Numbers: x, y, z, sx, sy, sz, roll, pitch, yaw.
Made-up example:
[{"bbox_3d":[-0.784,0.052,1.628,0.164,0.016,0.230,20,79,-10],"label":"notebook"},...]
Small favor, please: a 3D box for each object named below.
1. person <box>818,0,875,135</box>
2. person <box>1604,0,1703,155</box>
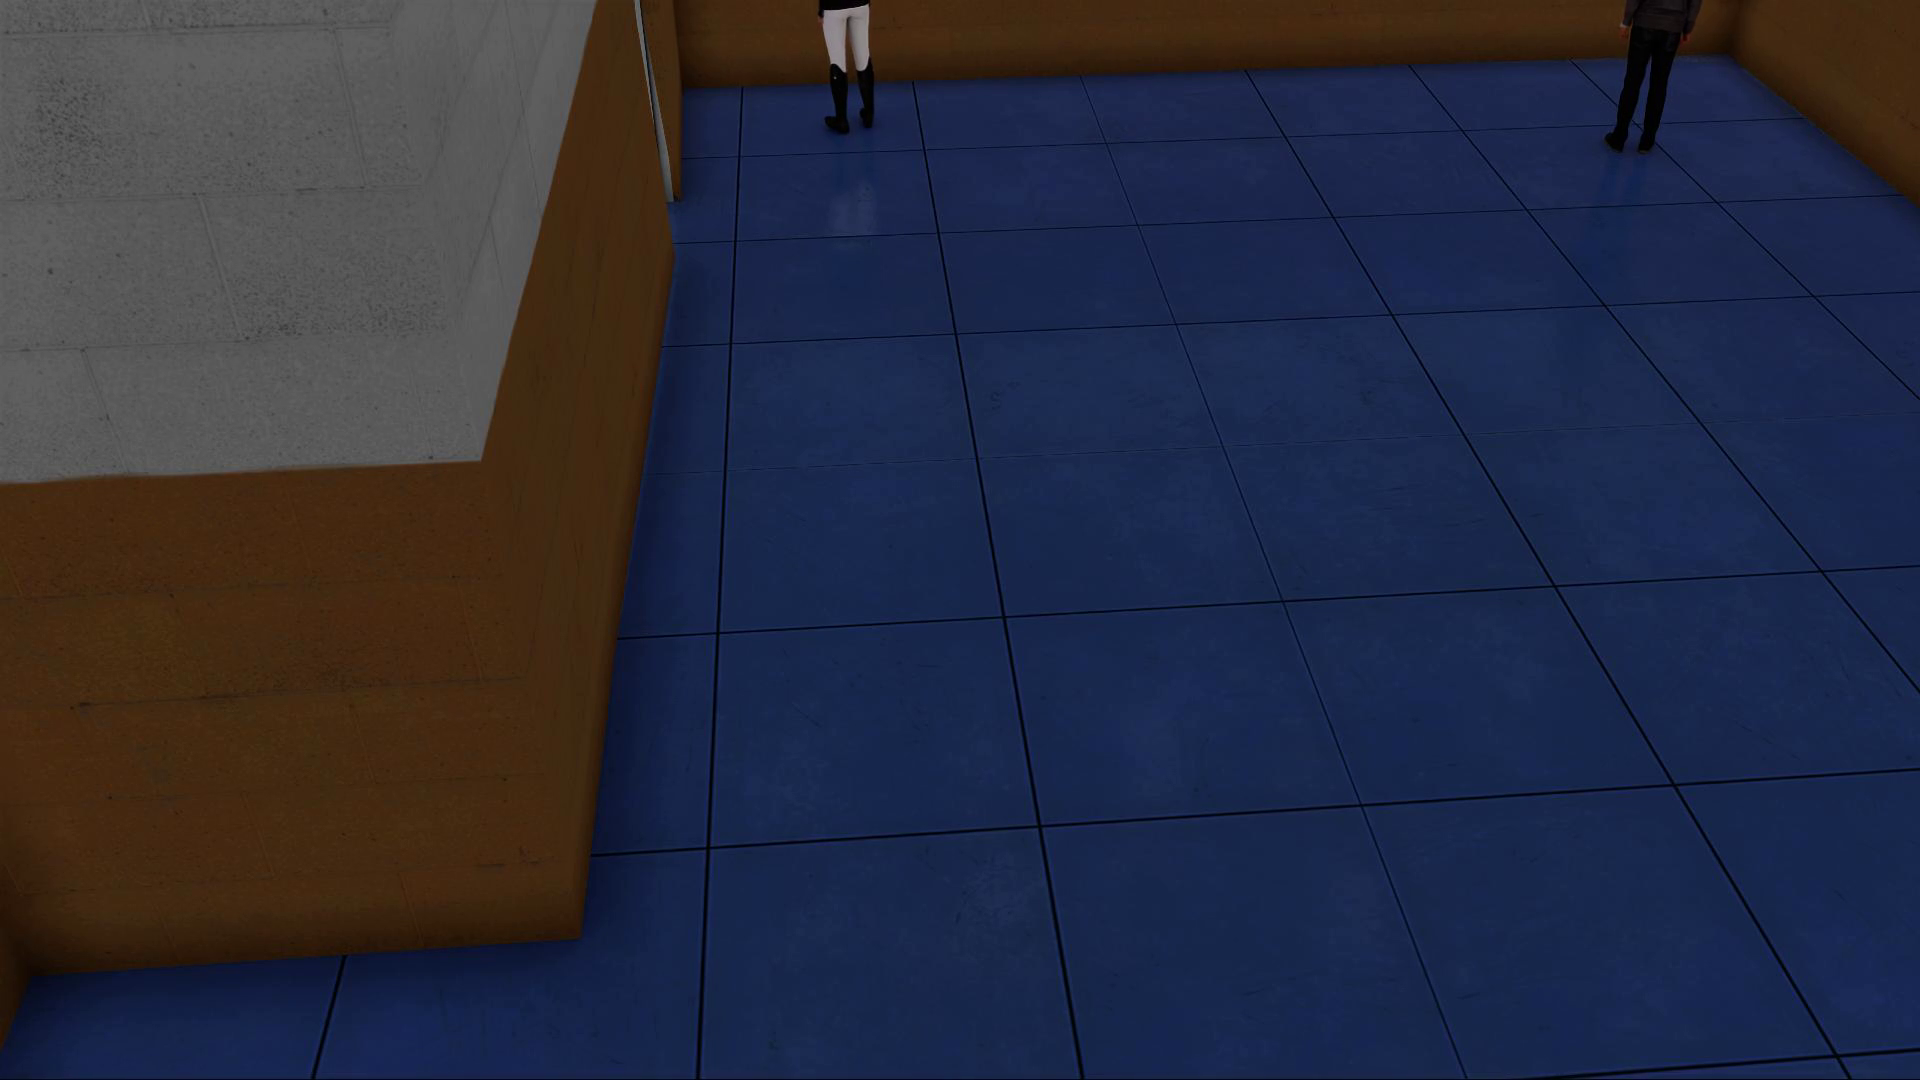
[{"bbox_3d":[-0.821,-3.770,11.846,0.594,1.729,0.708,-18,41,-23],"label":"person"},{"bbox_3d":[4.837,-3.550,11.537,0.570,1.764,0.755,-16,40,-20],"label":"person"}]
